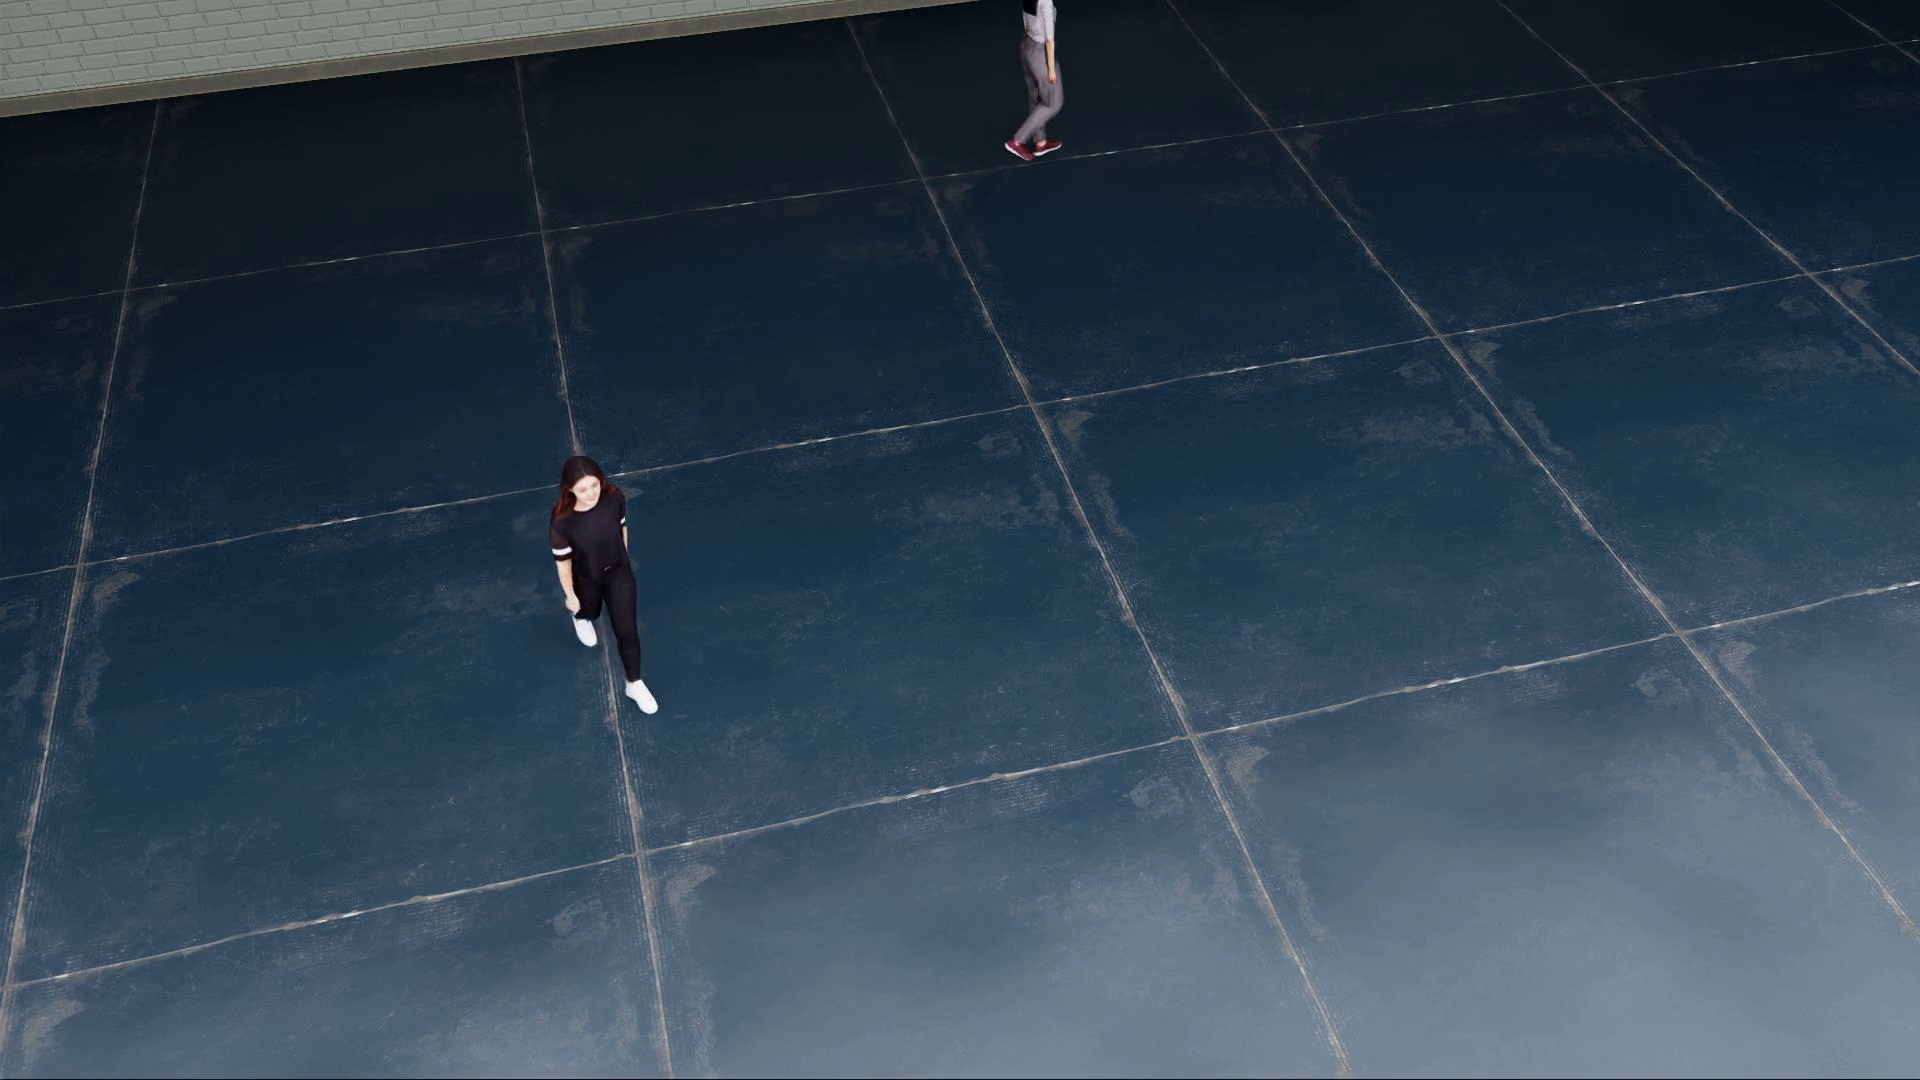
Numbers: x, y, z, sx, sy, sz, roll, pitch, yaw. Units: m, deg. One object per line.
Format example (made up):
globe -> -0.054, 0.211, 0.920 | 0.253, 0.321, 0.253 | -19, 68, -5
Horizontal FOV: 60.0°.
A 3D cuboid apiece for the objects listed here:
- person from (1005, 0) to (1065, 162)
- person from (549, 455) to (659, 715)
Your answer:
person -> 0.552, -3.719, 12.906 | 0.791, 1.724, 0.781 | -18, 46, -18
person -> -1.967, 0.150, 8.851 | 0.903, 1.604, 1.186 | -27, 49, -26
